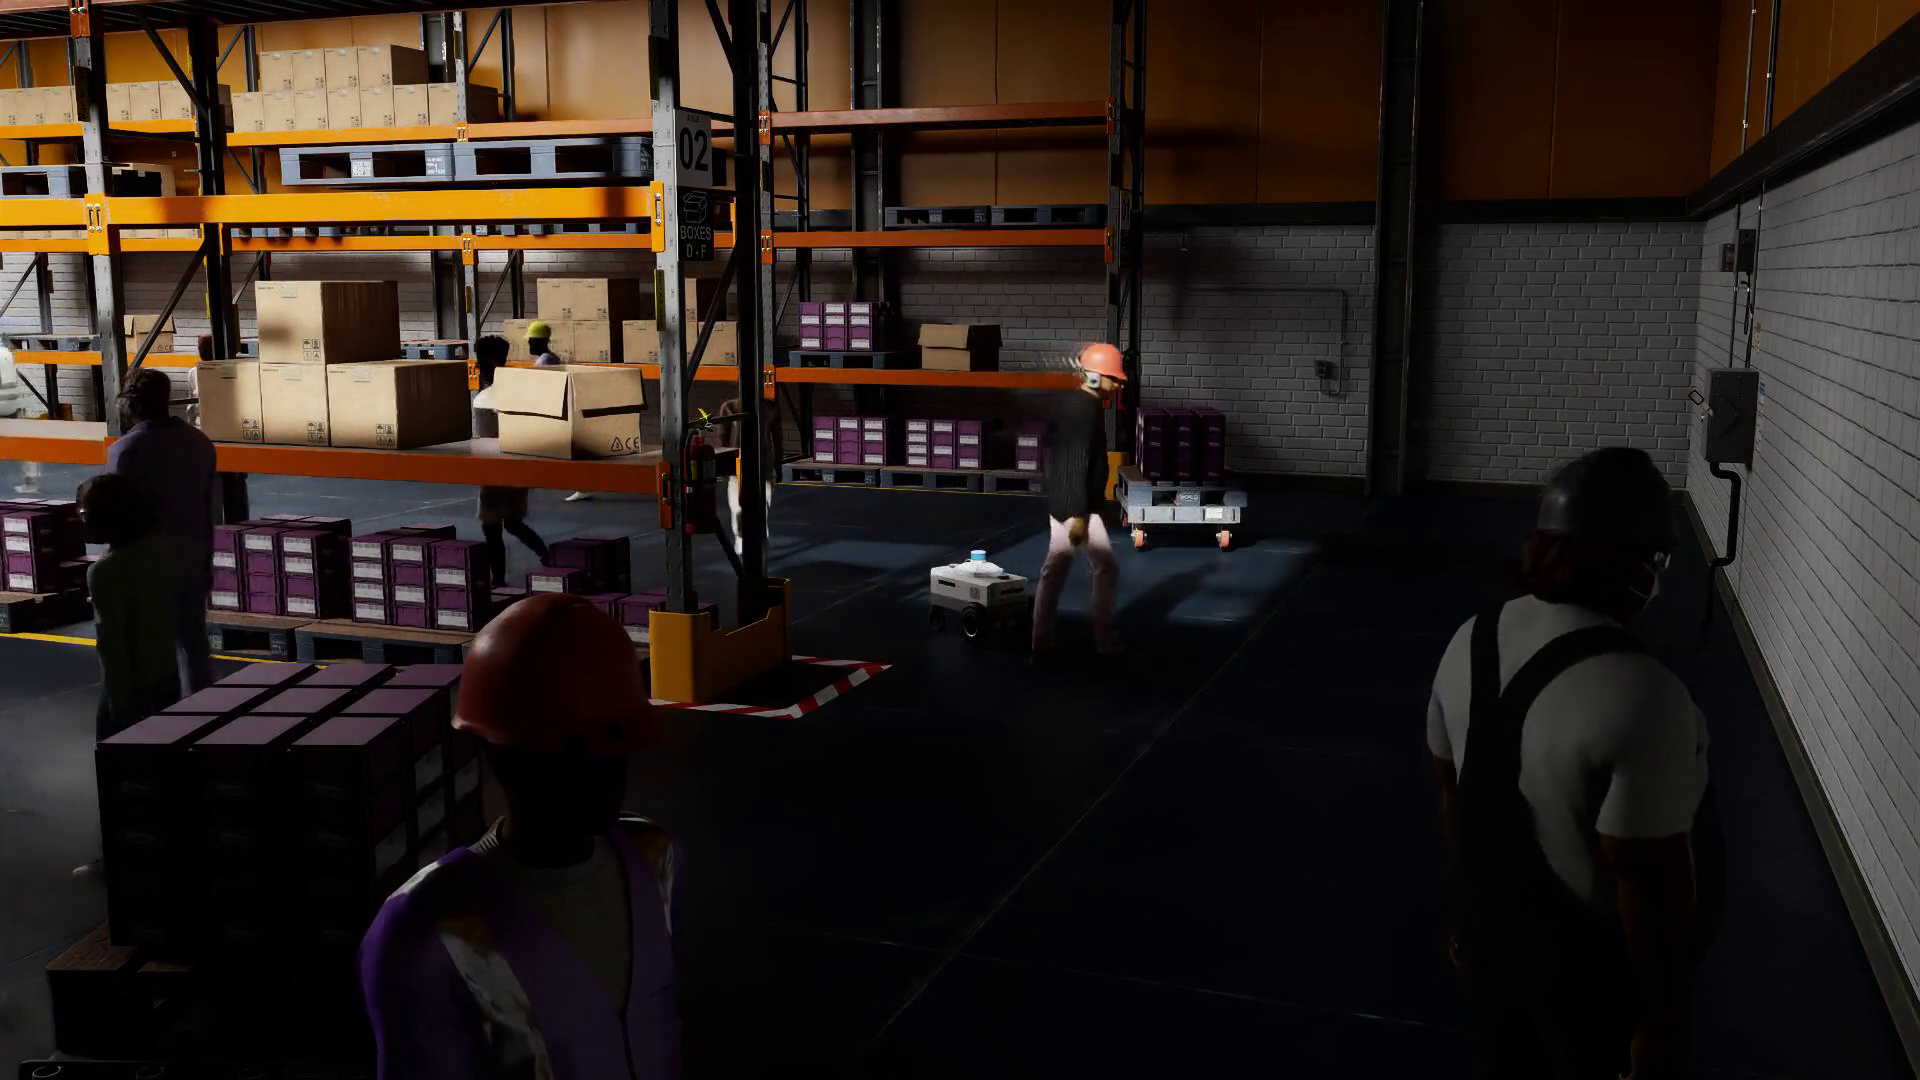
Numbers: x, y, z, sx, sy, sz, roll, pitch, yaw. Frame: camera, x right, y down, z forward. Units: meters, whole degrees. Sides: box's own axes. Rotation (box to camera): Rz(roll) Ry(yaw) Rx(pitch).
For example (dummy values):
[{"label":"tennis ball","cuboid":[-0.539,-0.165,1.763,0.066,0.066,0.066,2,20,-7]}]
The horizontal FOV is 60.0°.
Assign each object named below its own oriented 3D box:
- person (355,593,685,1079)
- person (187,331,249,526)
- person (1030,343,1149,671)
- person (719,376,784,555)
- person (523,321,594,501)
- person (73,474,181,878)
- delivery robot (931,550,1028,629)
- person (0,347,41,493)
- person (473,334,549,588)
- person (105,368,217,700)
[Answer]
[{"label":"person","cuboid":[-0.541,1.027,2.332,0.355,1.938,0.545,5,10,29]},{"label":"person","cuboid":[-6.401,-0.866,14.383,0.585,1.882,0.337,2,9,11]},{"label":"person","cuboid":[0.796,-0.189,9.904,0.825,1.946,0.654,-1,9,-5]},{"label":"person","cuboid":[-1.685,-0.593,13.494,0.520,1.627,0.459,-1,9,-8]},{"label":"person","cuboid":[-4.292,-1.314,17.217,1.006,1.878,0.587,1,9,4]},{"label":"person","cuboid":[-3.104,0.539,6.427,0.707,1.609,0.527,1,9,7]},{"label":"delivery robot","cuboid":[0.119,0.311,10.861,0.477,0.478,0.707,-7,11,-37]},{"label":"person","cuboid":[-10.440,-1.429,17.905,0.981,1.883,0.632,1,9,5]},{"label":"person","cuboid":[-3.159,-0.472,11.713,0.645,1.950,0.638,3,10,21]},{"label":"person","cuboid":[-3.950,0.112,8.180,0.401,1.905,0.702,2,9,14]}]
